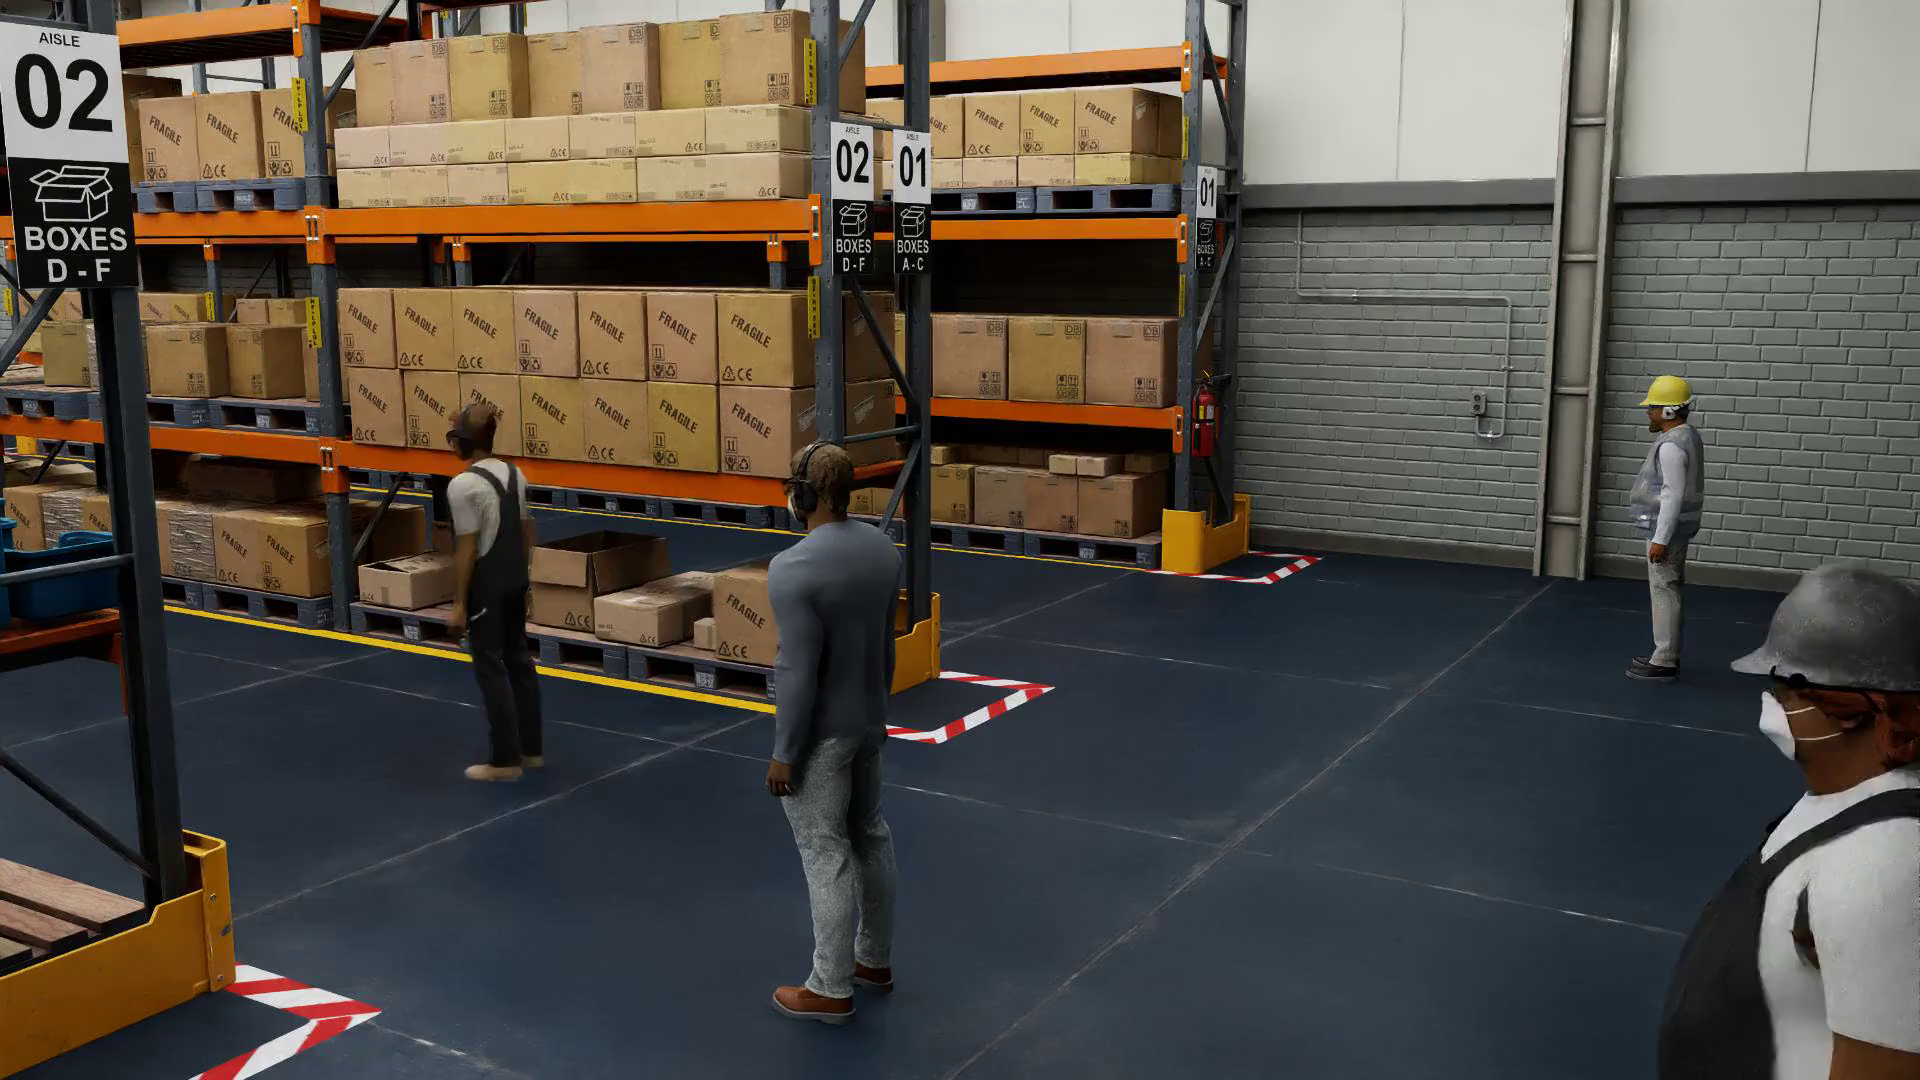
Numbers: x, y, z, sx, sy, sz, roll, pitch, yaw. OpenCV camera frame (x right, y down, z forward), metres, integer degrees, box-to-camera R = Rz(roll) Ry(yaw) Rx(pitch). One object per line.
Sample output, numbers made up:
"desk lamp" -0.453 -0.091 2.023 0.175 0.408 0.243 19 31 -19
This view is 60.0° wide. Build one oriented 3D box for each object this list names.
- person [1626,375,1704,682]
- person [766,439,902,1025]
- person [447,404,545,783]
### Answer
"person" 4.217 -0.068 9.958 0.404 1.827 0.600 6 11 30
"person" -0.422 0.633 5.532 0.352 1.937 0.635 6 11 30
"person" -2.259 0.262 8.034 0.383 1.833 0.544 4 10 21
